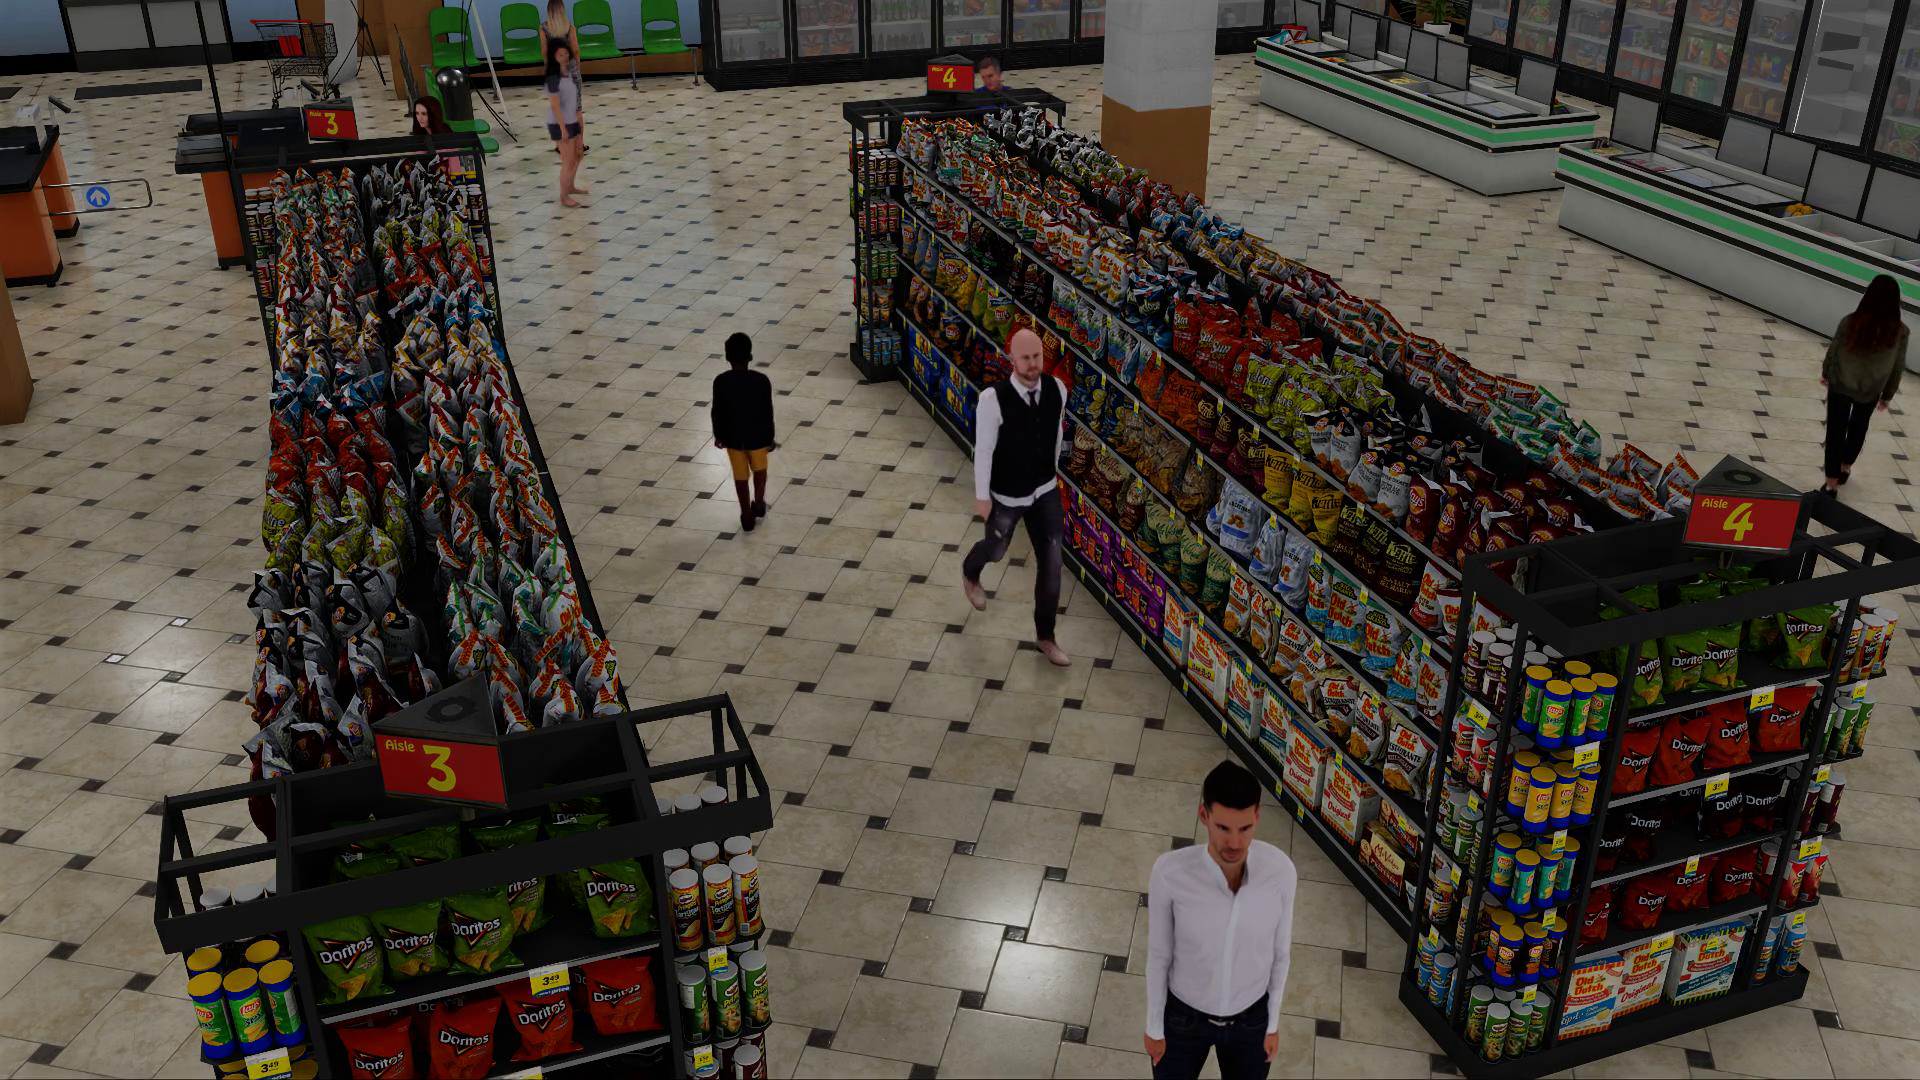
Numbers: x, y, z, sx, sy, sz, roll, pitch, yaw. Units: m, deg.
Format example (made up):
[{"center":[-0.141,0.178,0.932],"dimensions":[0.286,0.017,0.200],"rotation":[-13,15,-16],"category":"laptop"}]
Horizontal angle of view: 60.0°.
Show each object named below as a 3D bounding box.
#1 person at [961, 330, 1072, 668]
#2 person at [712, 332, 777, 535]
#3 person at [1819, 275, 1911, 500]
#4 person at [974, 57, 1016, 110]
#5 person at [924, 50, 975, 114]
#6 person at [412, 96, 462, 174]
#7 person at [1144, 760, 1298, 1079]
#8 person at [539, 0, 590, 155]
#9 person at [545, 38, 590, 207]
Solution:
[{"center":[0.274,-0.264,8.796],"dimensions":[0.812,1.789,1.256],"rotation":[-13,30,-24],"category":"person"},{"center":[-1.300,-0.625,10.089],"dimensions":[0.574,1.264,0.601],"rotation":[-4,27,-8],"category":"person"},{"center":[5.632,-0.918,10.456],"dimensions":[0.830,1.455,0.899],"rotation":[10,29,19],"category":"person"},{"center":[0.247,-3.456,15.081],"dimensions":[0.835,1.797,0.944],"rotation":[-21,33,-35],"category":"person"},{"center":[-0.084,-3.392,14.846],"dimensions":[0.735,1.896,0.796],"rotation":[12,29,23],"category":"person"},{"center":[-4.231,-2.748,13.682],"dimensions":[0.677,1.800,0.710],"rotation":[8,28,16],"category":"person"},{"center":[0.810,1.475,5.287],"dimensions":[0.680,1.860,0.682],"rotation":[-1,27,-1],"category":"person"},{"center":[-4.450,-5.198,18.617],"dimensions":[0.615,1.705,0.580],"rotation":[-2,27,-4],"category":"person"},{"center":[-3.968,-4.157,16.607],"dimensions":[0.908,1.668,0.732],"rotation":[-3,27,-5],"category":"person"}]
